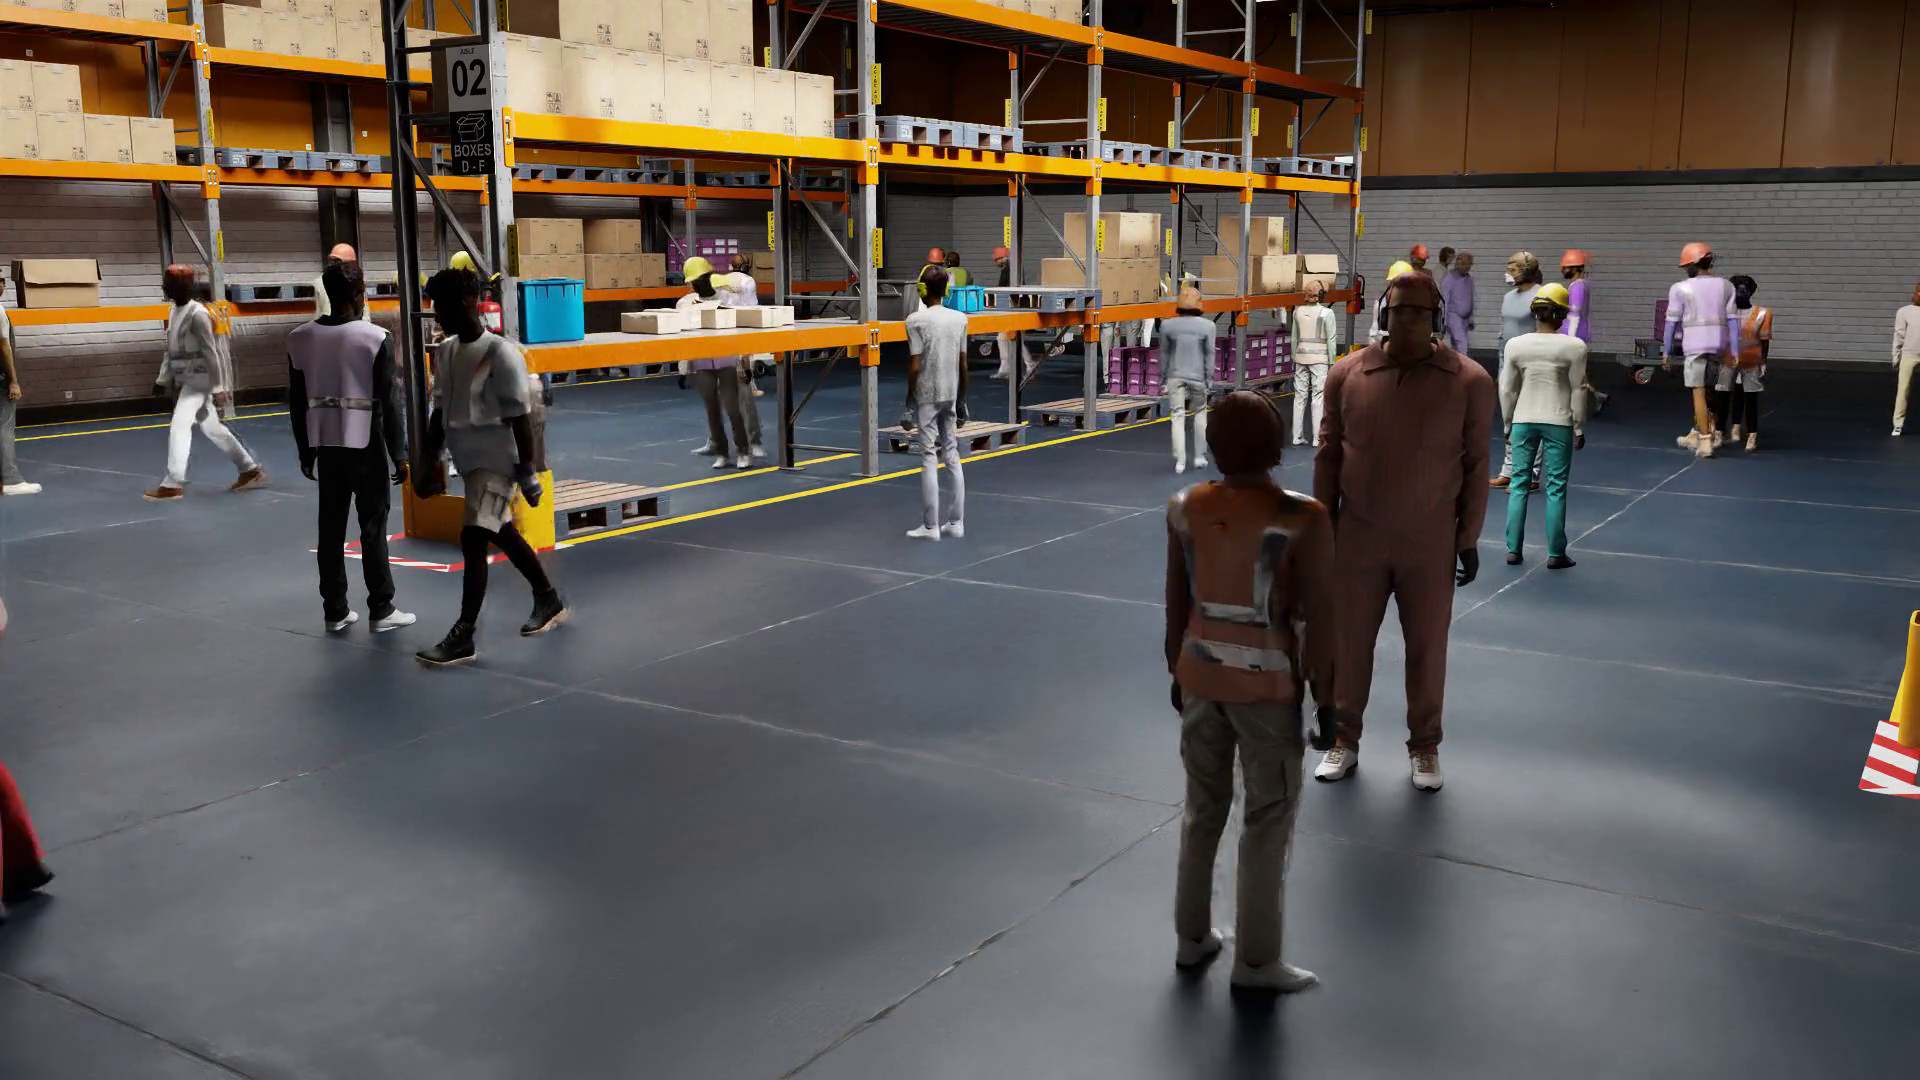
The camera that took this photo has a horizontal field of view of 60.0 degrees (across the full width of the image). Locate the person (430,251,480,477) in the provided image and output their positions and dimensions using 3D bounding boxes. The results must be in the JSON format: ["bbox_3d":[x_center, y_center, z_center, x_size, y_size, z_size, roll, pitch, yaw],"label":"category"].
[{"bbox_3d":[-4.222,-1.509,14.305,0.591,1.926,0.386,-6,12,-29],"label":"person"}]

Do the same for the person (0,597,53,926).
[{"bbox_3d":[-2.953,0.284,4.833,0.324,1.768,0.545,-5,11,-24],"label":"person"}]

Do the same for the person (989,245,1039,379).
[{"bbox_3d":[0.809,-3.304,24.287,0.760,1.968,0.641,-2,10,-11],"label":"person"}]

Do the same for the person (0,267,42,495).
[{"bbox_3d":[-7.672,-1.277,13.249,0.507,1.846,0.345,6,12,30],"label":"person"}]

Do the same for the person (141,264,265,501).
[{"bbox_3d":[-6.016,-1.256,13.165,0.952,1.846,0.576,-8,13,-38],"label":"person"}]

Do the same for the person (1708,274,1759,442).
[{"bbox_3d":[7.792,-1.831,16.760,0.544,1.687,0.417,2,10,13],"label":"person"}]

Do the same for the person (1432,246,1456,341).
[{"bbox_3d":[7.212,-3.433,24.981,0.406,1.926,0.640,3,11,17],"label":"person"}]

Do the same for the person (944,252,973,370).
[{"bbox_3d":[-0.112,-3.516,25.661,0.636,1.842,0.429,-5,11,-26],"label":"person"}]

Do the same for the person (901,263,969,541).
[{"bbox_3d":[-0.170,-0.925,11.242,0.533,1.864,0.310,-8,13,-37],"label":"person"}]

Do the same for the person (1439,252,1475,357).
[{"bbox_3d":[7.025,-3.108,23.361,0.657,1.860,0.618,-10,14,-42],"label":"person"}]

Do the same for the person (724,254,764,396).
[{"bbox_3d":[-2.835,-2.782,21.597,0.622,1.845,0.430,8,13,38],"label":"person"}]

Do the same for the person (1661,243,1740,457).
[{"bbox_3d":[6.969,-1.792,15.684,0.628,1.984,0.936,0,10,-3],"label":"person"}]

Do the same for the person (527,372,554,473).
[{"bbox_3d":[-3.482,-1.194,13.354,0.514,1.642,0.314,6,12,29],"label":"person"}]

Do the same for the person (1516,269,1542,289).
[{"bbox_3d":[8.307,-3.151,24.251,0.515,1.624,0.406,6,12,32],"label":"person"}]

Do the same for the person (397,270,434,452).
[{"bbox_3d":[-4.922,-1.576,15.131,0.364,1.754,0.545,-5,11,-26],"label":"person"}]

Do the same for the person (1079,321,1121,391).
[{"bbox_3d":[1.880,-2.919,22.381,0.590,1.833,0.404,1,10,4],"label":"person"}]

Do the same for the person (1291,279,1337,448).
[{"bbox_3d":[3.456,-1.719,16.270,0.306,1.639,0.522,-9,13,-40],"label":"person"}]

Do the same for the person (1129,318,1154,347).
[{"bbox_3d":[2.973,-3.794,26.960,0.356,1.933,0.630,-10,14,-43],"label":"person"}]

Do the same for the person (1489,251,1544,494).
[{"bbox_3d":[4.494,-1.330,13.289,0.369,1.936,0.630,-2,10,-13],"label":"person"}]

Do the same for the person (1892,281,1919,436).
[{"bbox_3d":[9.874,-1.868,17.135,0.493,1.626,0.286,4,11,23],"label":"person"}]

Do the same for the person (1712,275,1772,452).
[{"bbox_3d":[7.493,-1.692,15.995,0.535,1.688,0.321,5,12,28],"label":"person"}]

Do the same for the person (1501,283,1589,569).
[{"bbox_3d":[3.616,-0.701,10.303,0.524,1.759,0.328,8,13,36],"label":"person"}]

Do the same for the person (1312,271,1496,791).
[{"bbox_3d":[1.617,-0.029,6.156,0.641,1.912,0.410,4,11,19],"label":"person"}]

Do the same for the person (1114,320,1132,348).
[{"bbox_3d":[2.870,-4.237,29.547,0.576,1.881,0.352,-4,11,-20],"label":"person"}]

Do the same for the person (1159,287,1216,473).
[{"bbox_3d":[2.003,-1.412,14.664,0.511,1.607,0.676,2,10,13],"label":"person"}]

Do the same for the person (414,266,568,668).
[{"bbox_3d":[-2.317,-0.392,8.203,0.601,1.910,0.993,9,14,42],"label":"person"}]

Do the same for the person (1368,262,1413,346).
[{"bbox_3d":[4.105,-1.676,15.562,0.611,1.829,0.510,8,13,38],"label":"person"}]

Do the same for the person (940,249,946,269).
[{"bbox_3d":[-0.338,-3.956,28.055,0.514,1.862,0.328,4,11,21],"label":"person"}]

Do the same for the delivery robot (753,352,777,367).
[{"bbox_3d":[-2.977,-2.737,24.654,0.477,0.478,0.707,8,13,37],"label":"delivery robot"}]

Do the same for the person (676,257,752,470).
[{"bbox_3d":[-2.172,-1.546,14.642,0.635,1.875,0.531,0,10,1],"label":"person"}]

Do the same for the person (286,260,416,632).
[{"bbox_3d":[-3.148,-0.472,8.584,0.600,1.917,0.377,2,10,10],"label":"person"}]

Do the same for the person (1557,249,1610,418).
[{"bbox_3d":[6.809,-2.236,18.353,0.647,1.922,0.559,4,11,23],"label":"person"}]

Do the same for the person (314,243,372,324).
[{"bbox_3d":[-6.639,-2.196,17.946,0.649,1.982,0.464,2,11,13],"label":"person"}]

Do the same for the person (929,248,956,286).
[{"bbox_3d":[-0.307,-3.338,24.530,0.572,1.882,0.906,-2,10,-10],"label":"person"}]

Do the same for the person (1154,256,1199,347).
[{"bbox_3d":[2.993,-3.036,23.047,0.621,1.835,0.430,0,10,0],"label":"person"}]

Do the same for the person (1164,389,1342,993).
[{"bbox_3d":[0.762,0.419,4.476,0.316,1.629,0.555,-10,14,-43],"label":"person"}]

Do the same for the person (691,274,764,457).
[{"bbox_3d":[-2.144,-1.611,15.493,0.594,1.697,0.571,-9,14,-42],"label":"person"}]

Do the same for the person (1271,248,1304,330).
[{"bbox_3d":[5.335,-3.777,26.891,0.566,1.917,0.436,-3,11,-15],"label":"person"}]

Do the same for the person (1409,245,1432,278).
[{"bbox_3d":[6.632,-3.377,24.579,0.633,1.964,0.736,-6,12,-29],"label":"person"}]
